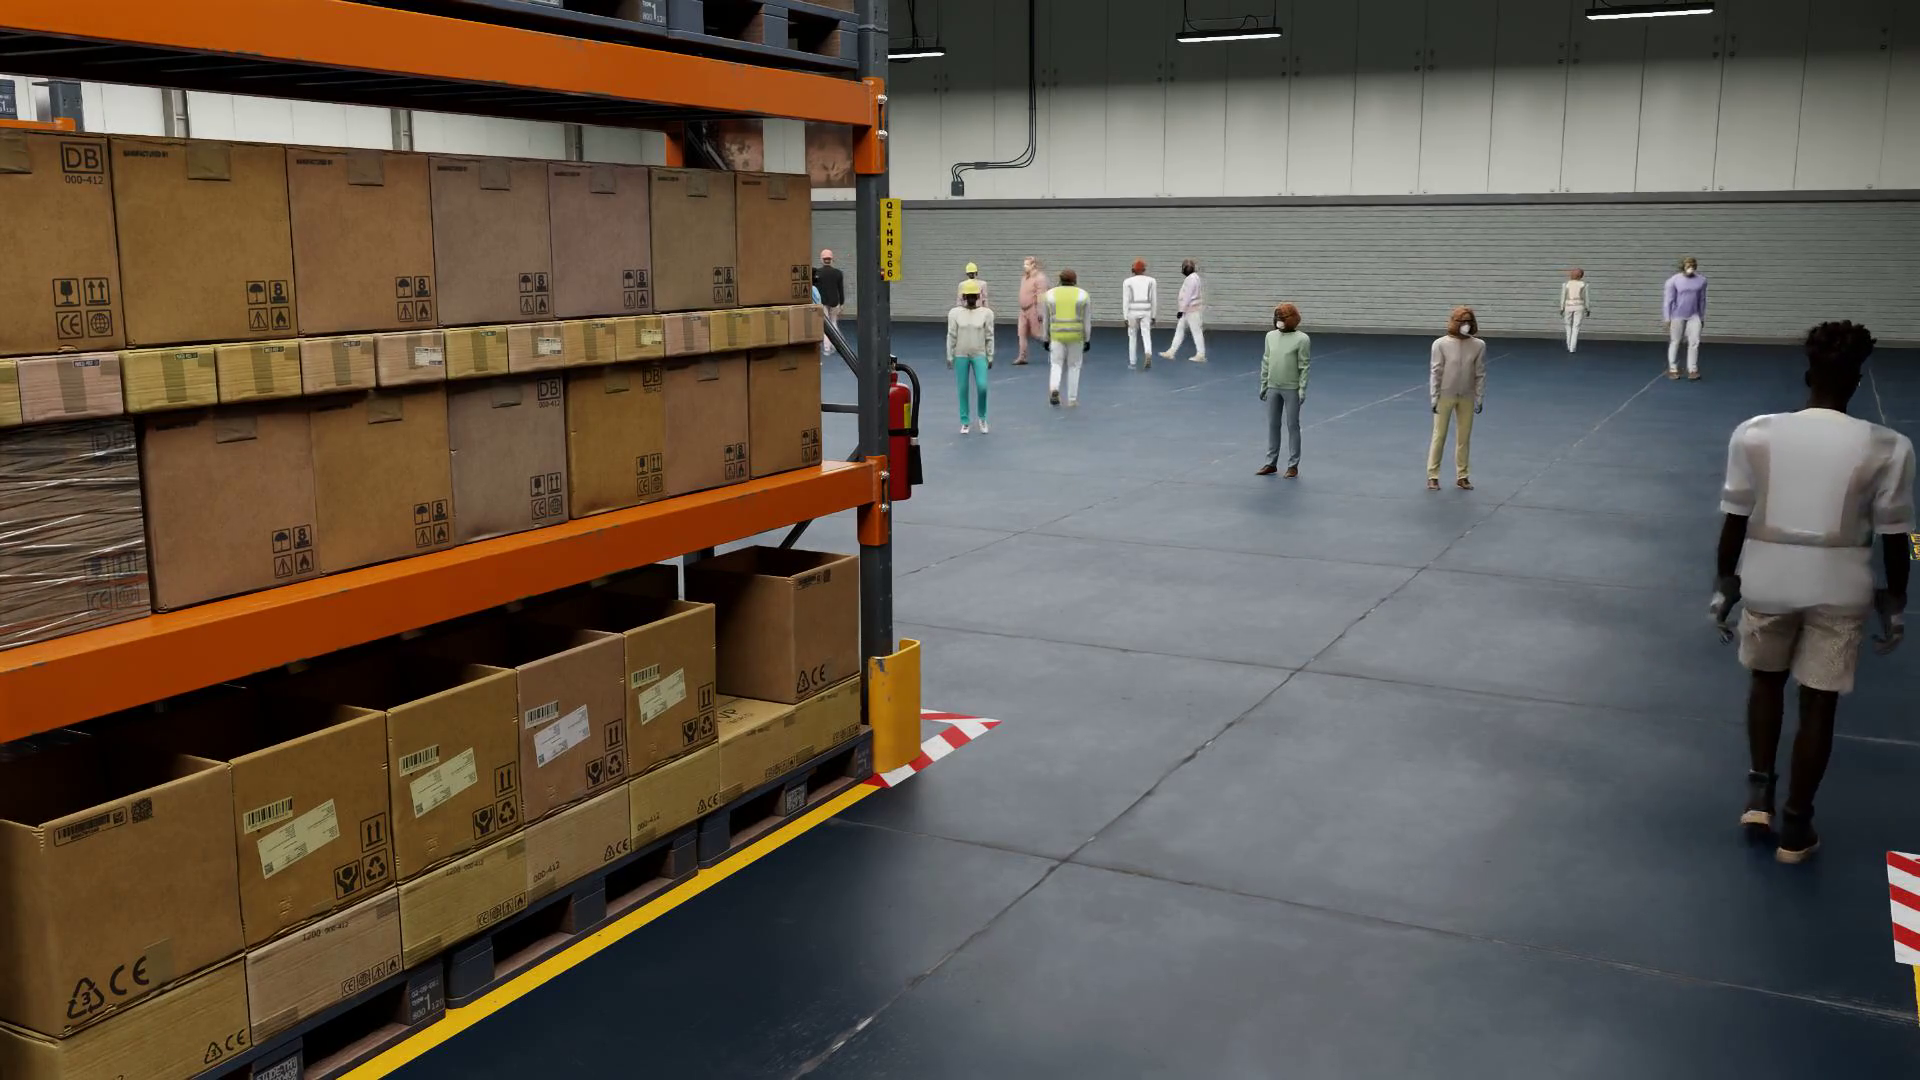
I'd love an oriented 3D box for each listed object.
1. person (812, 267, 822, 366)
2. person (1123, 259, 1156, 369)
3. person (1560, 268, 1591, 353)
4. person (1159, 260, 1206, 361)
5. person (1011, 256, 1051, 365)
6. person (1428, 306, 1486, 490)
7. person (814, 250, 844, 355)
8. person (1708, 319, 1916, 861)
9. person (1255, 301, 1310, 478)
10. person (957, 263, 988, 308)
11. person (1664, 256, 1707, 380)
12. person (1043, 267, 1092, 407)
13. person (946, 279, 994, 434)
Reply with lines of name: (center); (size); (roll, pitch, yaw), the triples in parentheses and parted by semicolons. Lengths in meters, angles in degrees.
person: (-2.509, -3.787, 28.324); (0.318, 1.700, 0.535); (0, 10, 1)
person: (3.001, -3.747, 27.696); (0.579, 1.859, 0.794); (0, 10, -2)
person: (11.835, -4.399, 31.932); (0.532, 1.601, 0.802); (7, 13, 34)
person: (3.982, -4.082, 29.678); (0.923, 1.798, 0.627); (1, 10, 5)
person: (1.286, -3.984, 28.904); (0.786, 1.880, 0.655); (-7, 12, -32)
person: (4.370, -1.241, 14.654); (0.501, 1.624, 0.294); (-1, 10, -5)
person: (-2.538, -4.474, 31.355); (0.618, 1.967, 0.814); (-4, 11, -20)
person: (3.086, 0.179, 6.027); (0.627, 1.938, 0.517); (8, 13, 37)
person: (3.007, -1.394, 15.454); (0.499, 1.633, 0.279); (10, 14, 43)
person: (0.212, -4.044, 29.599); (0.550, 1.733, 0.729); (1, 10, 6)
person: (11.264, -3.421, 25.751); (0.667, 1.904, 0.852); (0, 10, 1)
person: (1.390, -2.624, 21.653); (0.640, 1.831, 0.544); (2, 11, 10)
person: (0.116, -2.058, 18.761); (0.538, 1.755, 0.488); (1, 10, 3)
